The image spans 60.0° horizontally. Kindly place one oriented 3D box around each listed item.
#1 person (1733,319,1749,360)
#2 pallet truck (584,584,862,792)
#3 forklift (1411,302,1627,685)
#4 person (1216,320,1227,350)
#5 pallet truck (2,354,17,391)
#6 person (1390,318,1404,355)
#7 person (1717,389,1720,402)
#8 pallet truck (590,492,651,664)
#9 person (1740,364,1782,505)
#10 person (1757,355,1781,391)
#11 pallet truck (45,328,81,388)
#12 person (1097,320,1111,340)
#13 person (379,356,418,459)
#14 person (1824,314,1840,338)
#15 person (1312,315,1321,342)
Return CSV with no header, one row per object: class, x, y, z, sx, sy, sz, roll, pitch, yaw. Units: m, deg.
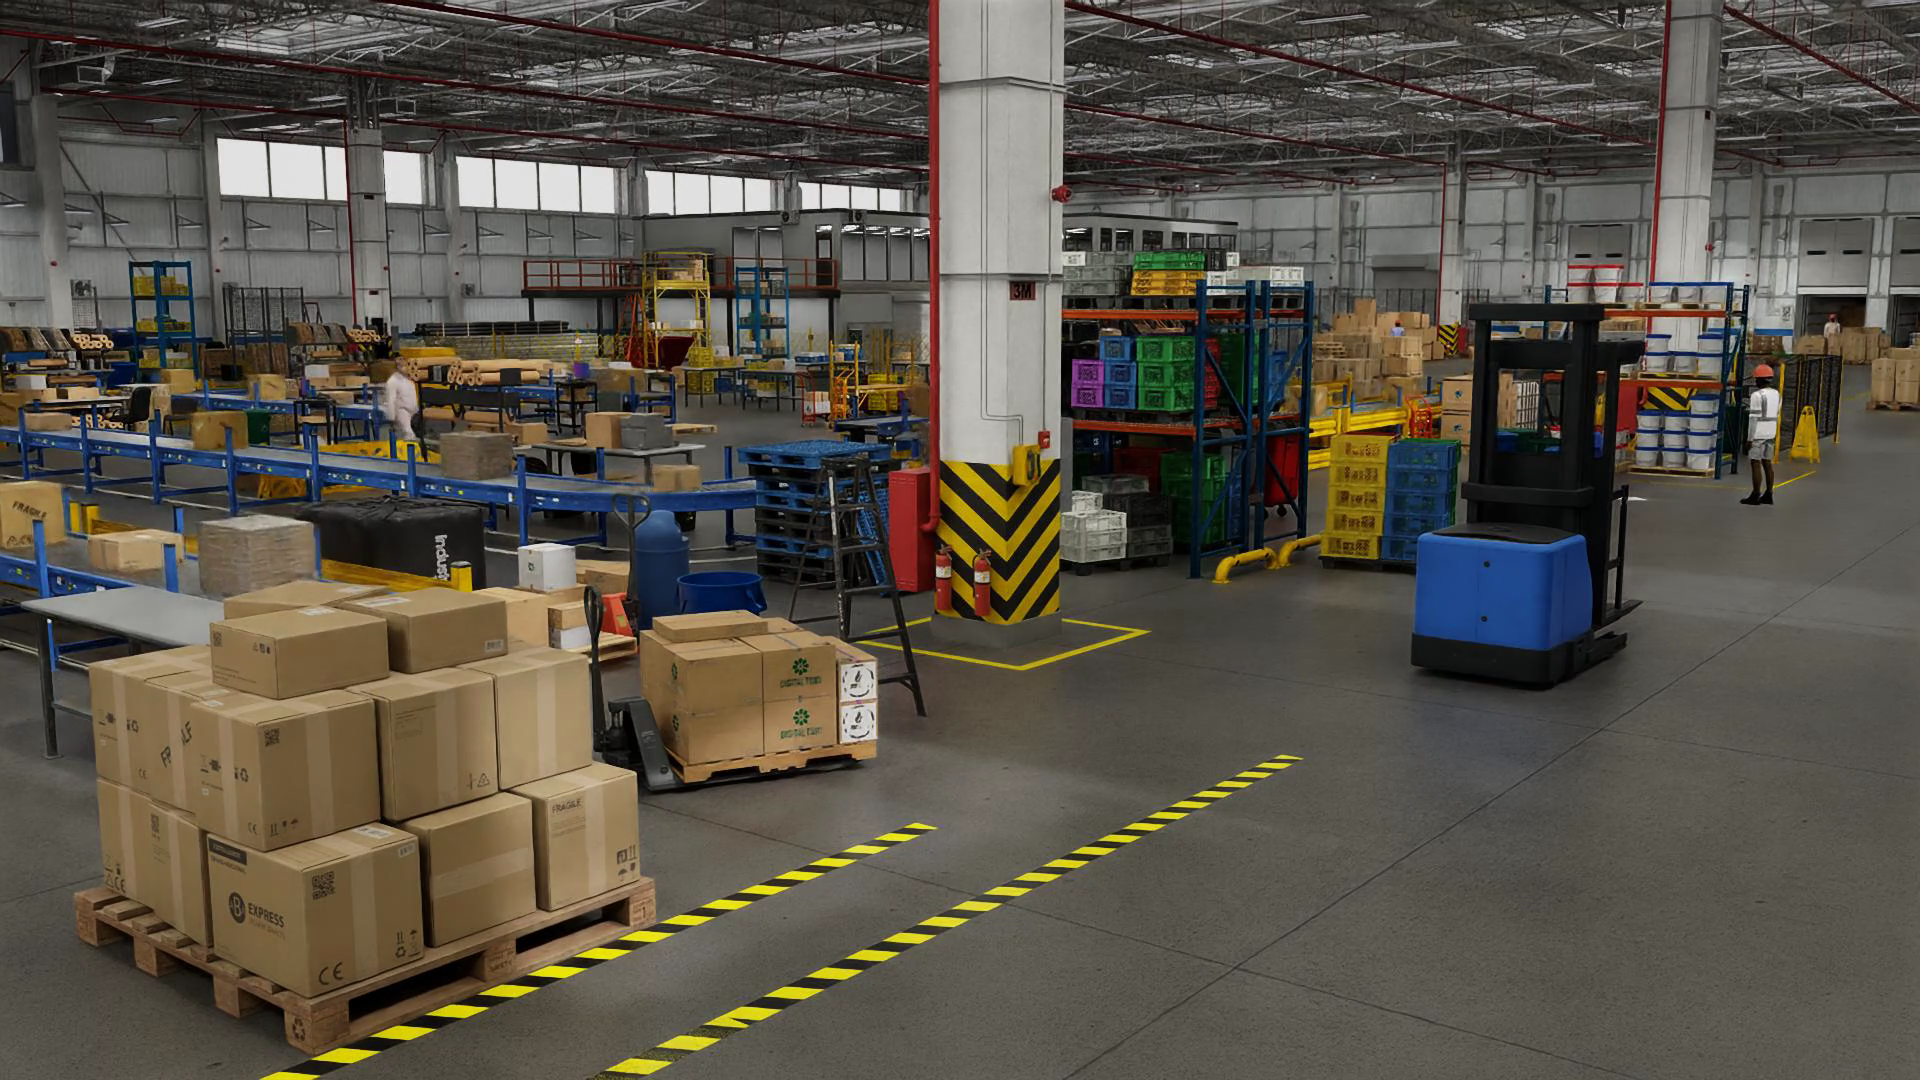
person,34.076,-8.752,72.524,0.598,1.809,1.018,-4,9,-23
pallet truck,-1.426,0.805,10.019,1.601,1.201,0.680,-4,9,-26
forklift,4.379,-0.438,12.852,1.129,2.768,1.873,7,11,37
person,10.508,-7.862,66.443,0.708,1.820,0.540,-8,11,-42
pallet truck,-24.881,-4.417,42.634,1.885,1.965,0.823,8,11,41
person,16.664,-7.475,63.451,0.547,1.938,0.377,2,9,13
person,19.368,-4.297,42.286,0.566,1.856,0.371,-7,11,-41
pallet truck,-3.115,0.344,12.883,0.653,1.274,1.630,7,11,37
person,10.968,-1.435,22.786,0.539,1.930,0.385,-5,10,-30
person,16.981,-3.075,34.884,0.500,1.620,0.491,-1,8,-6
pallet truck,-23.775,-4.544,43.495,1.885,1.965,0.823,6,10,35
person,5.632,-7.570,64.385,0.582,1.857,0.816,4,9,25
person,-9.198,-2.082,27.322,0.832,1.873,0.635,1,9,10
person,37.681,-8.759,71.909,0.608,1.996,0.380,5,10,32
person,18.400,-10.834,86.635,0.741,1.782,0.970,-1,8,-5
